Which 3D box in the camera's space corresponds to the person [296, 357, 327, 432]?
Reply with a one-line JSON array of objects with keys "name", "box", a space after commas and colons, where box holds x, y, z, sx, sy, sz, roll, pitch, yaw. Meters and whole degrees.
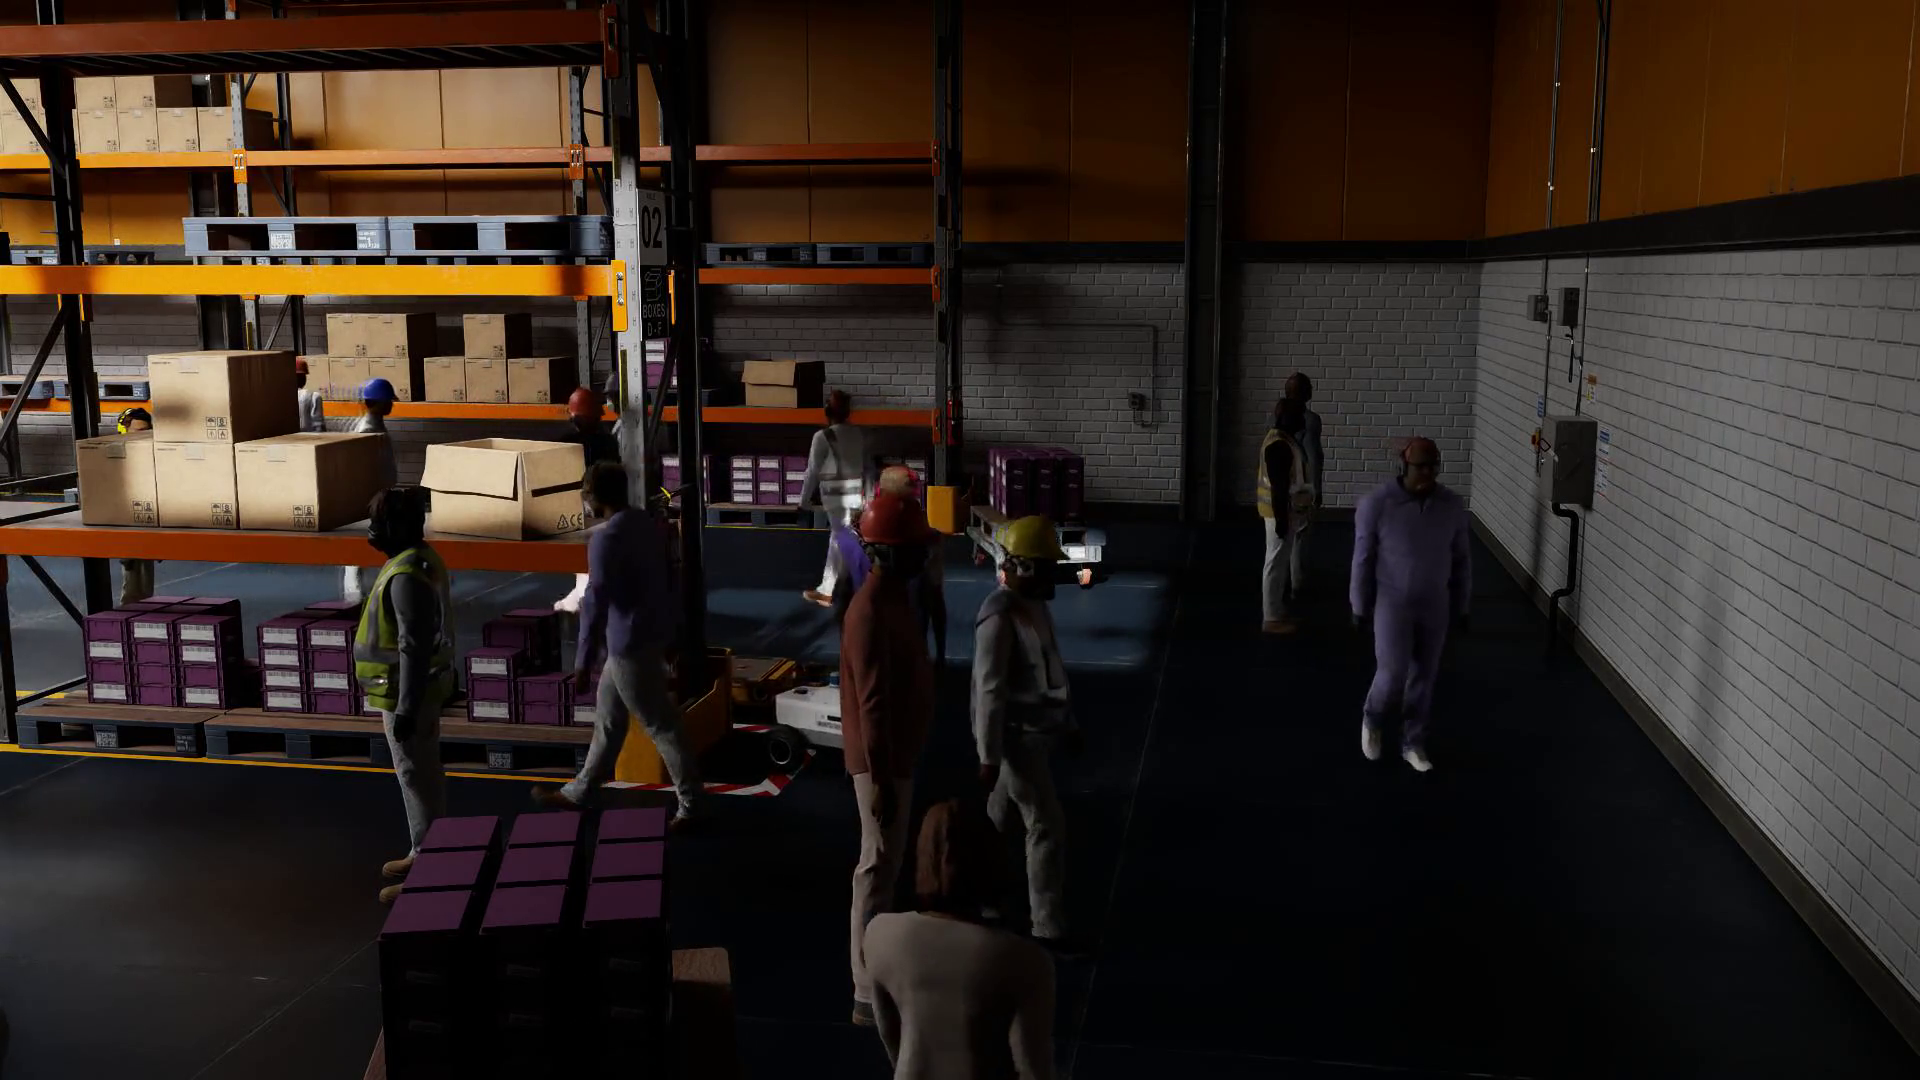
[{"name": "person", "box": [-6.763, -0.919, 17.141, 0.583, 1.929, 0.412, 1, 9, 7]}]

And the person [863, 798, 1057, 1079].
[{"name": "person", "box": [-0.001, 1.389, 3.862, 0.499, 1.584, 0.831, 3, 10, 20]}]

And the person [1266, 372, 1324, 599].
[{"name": "person", "box": [2.889, -0.468, 14.301, 0.359, 1.939, 0.635, -5, 11, -30]}]

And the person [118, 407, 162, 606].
[{"name": "person", "box": [-5.698, 0.011, 11.575, 0.335, 1.864, 0.521, 0, 9, 0]}]

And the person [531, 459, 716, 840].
[{"name": "person", "box": [-1.683, 0.544, 8.226, 1.034, 1.870, 0.698, 1, 9, 6]}]

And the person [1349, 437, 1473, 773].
[{"name": "person", "box": [2.529, 0.366, 9.289, 0.663, 1.892, 0.411, -2, 9, -11]}]

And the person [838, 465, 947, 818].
[{"name": "person", "box": [-0.350, 0.537, 8.425, 0.600, 1.823, 0.437, 3, 10, 16]}]

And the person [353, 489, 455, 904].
[{"name": "person", "box": [-2.472, 0.689, 7.431, 0.429, 1.840, 0.636, -2, 9, -15]}]

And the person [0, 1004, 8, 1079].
[{"name": "person", "box": [-1.884, 1.410, 2.887, 0.517, 1.865, 0.328, -6, 11, -31]}]

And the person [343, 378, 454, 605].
[{"name": "person", "box": [-4.755, -0.391, 13.911, 0.950, 1.901, 0.652, -2, 9, -10]}]

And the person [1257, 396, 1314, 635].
[{"name": "person", "box": [2.529, -0.200, 12.948, 0.429, 1.839, 0.633, 2, 9, 14]}]

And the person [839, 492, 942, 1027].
[{"name": "person", "box": [-0.256, 0.809, 6.205, 0.387, 1.992, 0.626, 0, 9, 3]}]

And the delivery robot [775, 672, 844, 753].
[{"name": "delivery robot", "box": [-0.674, 0.981, 9.305, 0.707, 0.478, 0.477, 5, 10, 29]}]

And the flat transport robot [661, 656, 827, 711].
[{"name": "flat transport robot", "box": [-1.645, 0.918, 10.865, 1.431, 0.197, 0.652, 2, 9, 10]}]

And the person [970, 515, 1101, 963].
[{"name": "person", "box": [0.337, 0.805, 6.830, 0.729, 1.801, 0.600, 2, 9, 14]}]

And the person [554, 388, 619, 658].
[{"name": "person", "box": [-2.769, -0.139, 12.166, 0.690, 1.970, 0.635, 7, 12, 38]}]

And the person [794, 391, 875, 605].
[{"name": "person", "box": [-0.967, -0.299, 13.615, 0.983, 1.840, 0.583, 7, 12, 39]}]

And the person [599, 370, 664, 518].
[{"name": "person", "box": [-2.662, -0.405, 13.599, 0.596, 2.000, 0.714, -3, 10, -19]}]
